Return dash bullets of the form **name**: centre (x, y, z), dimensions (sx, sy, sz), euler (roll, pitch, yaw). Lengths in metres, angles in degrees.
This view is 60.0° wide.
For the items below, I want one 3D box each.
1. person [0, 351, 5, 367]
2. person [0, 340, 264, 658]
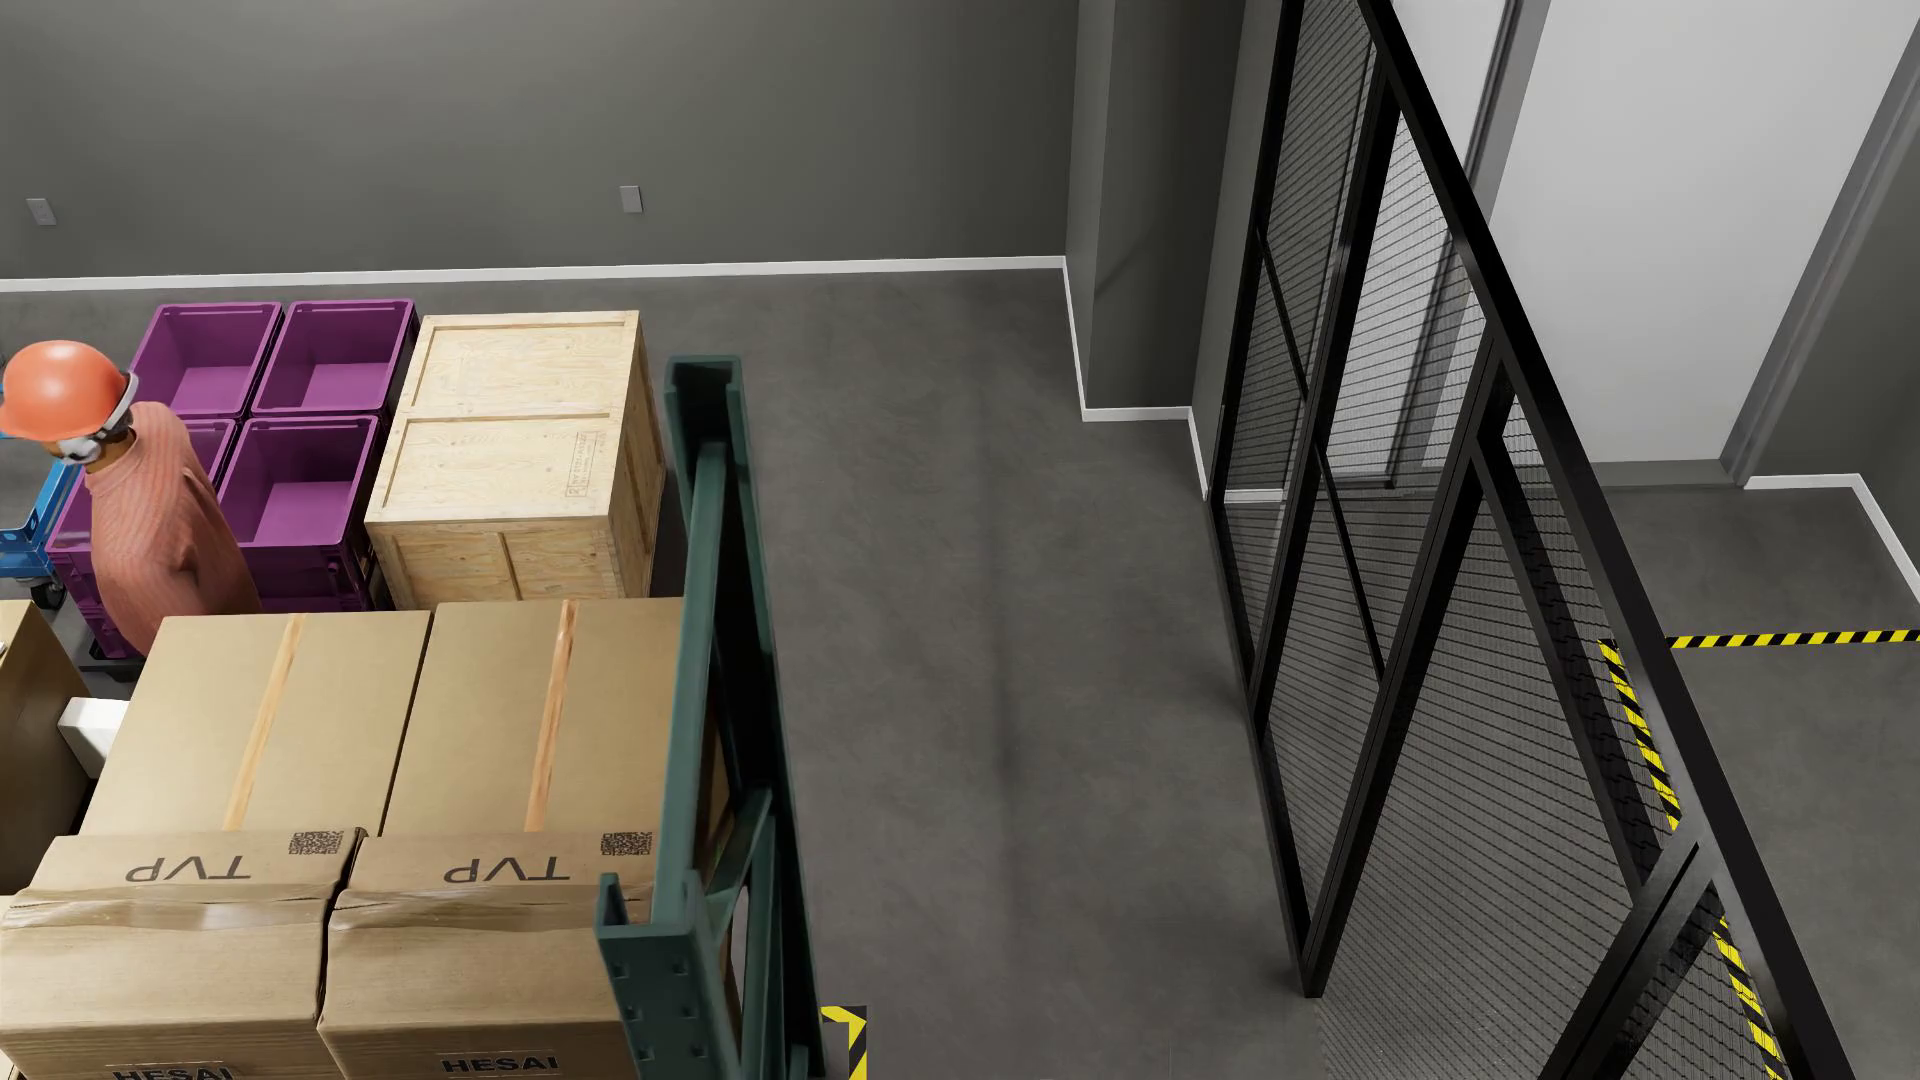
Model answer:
- **person**: centre (-4.036, -1.275, 5.973), dimensions (0.371, 1.940, 0.627), euler (-3, 46, -3)
- **person**: centre (-2.049, 0.253, 4.477), dimensions (0.384, 1.992, 0.622), euler (-12, 48, -12)
